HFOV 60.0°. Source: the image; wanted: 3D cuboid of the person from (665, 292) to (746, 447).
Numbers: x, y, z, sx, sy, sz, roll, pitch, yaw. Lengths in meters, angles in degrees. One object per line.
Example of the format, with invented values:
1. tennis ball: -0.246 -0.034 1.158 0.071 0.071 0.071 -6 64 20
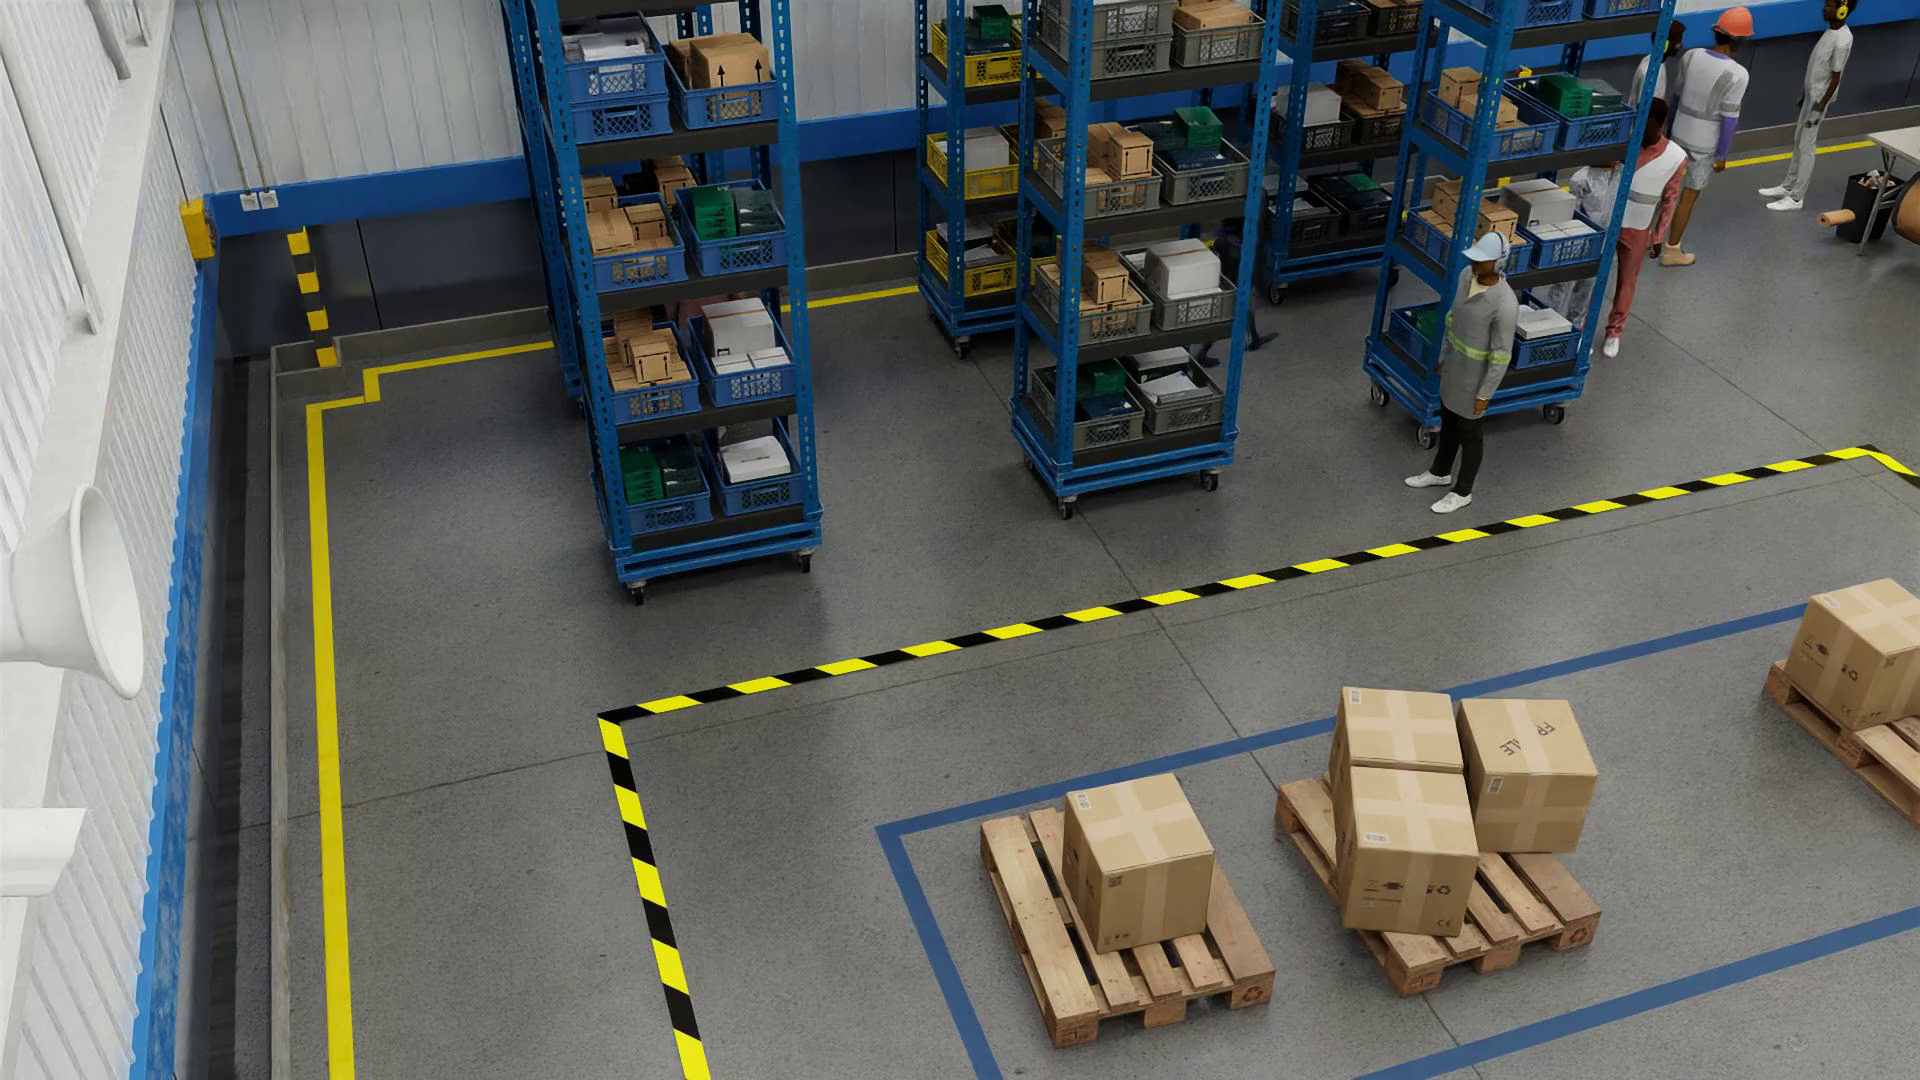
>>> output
1. person: -1.632 -1.418 10.766 0.530 1.767 0.326 3 35 4

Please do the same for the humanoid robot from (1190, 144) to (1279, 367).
1. humanoid robot: 1.993 -1.991 11.697 0.787 1.620 0.609 -11 37 -16

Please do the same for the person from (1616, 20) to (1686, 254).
1. person: 5.413 -3.202 13.209 0.315 1.866 0.533 16 38 21

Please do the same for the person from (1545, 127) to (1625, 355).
1. person: 4.440 -2.096 11.744 0.487 1.746 0.287 -13 37 -18

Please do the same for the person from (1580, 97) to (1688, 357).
1. person: 4.712 -2.227 11.788 0.587 1.912 0.396 22 41 28

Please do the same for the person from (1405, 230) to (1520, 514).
1. person: 3.081 -1.025 10.135 0.369 1.852 0.591 -9 36 -13

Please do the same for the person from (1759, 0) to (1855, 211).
1. person: 7.108 -3.661 13.863 0.327 1.865 0.515 8 36 11

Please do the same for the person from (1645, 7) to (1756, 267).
1. person: 5.773 -3.136 12.985 0.445 2.030 0.617 -16 38 -22
